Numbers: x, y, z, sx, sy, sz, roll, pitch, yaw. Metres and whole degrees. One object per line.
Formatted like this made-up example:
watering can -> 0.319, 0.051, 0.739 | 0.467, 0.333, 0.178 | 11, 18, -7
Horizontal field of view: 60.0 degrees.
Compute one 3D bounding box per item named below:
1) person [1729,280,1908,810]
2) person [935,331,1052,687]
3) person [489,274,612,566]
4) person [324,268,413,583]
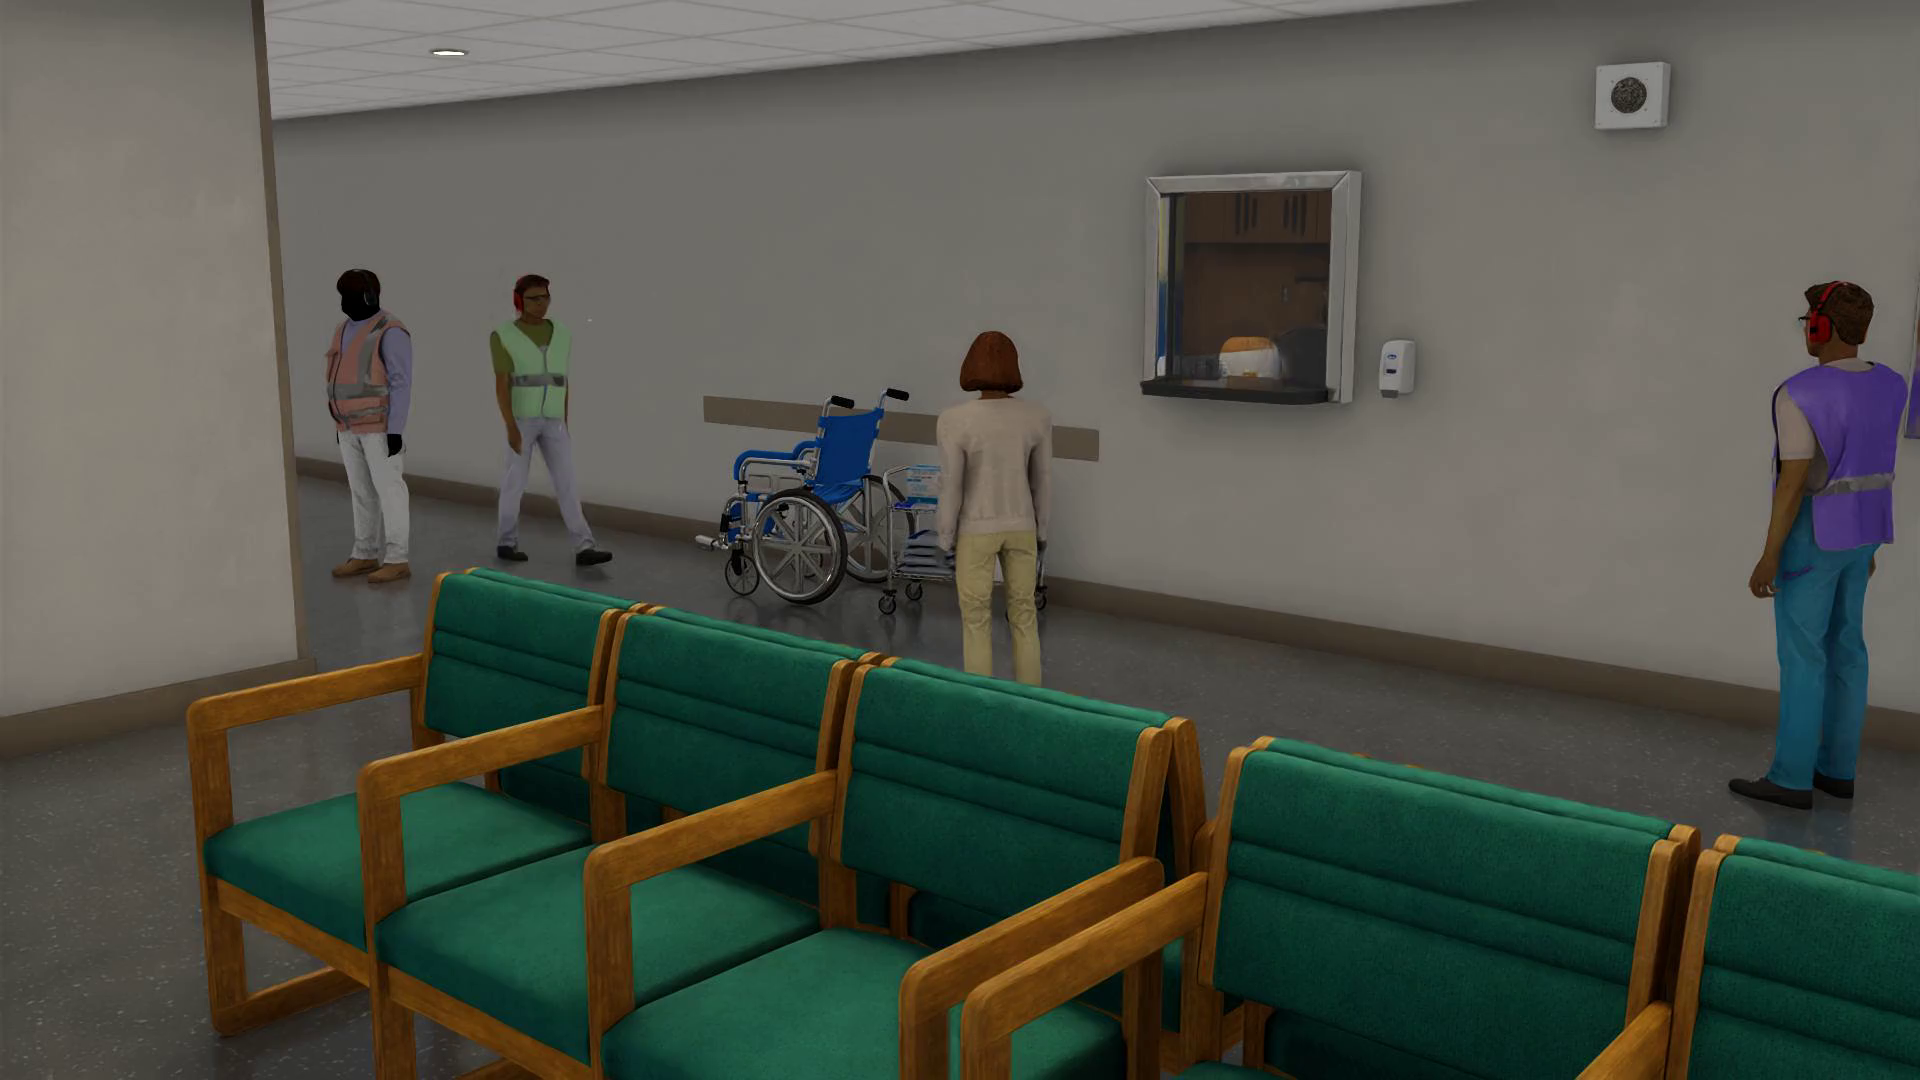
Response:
person -> 3.027, 0.027, 5.817 | 0.565, 1.846, 0.388 | -5, 11, -26
person -> 0.133, -0.014, 6.658 | 0.497, 1.633, 0.284 | -4, 11, -23
person -> -2.589, -0.727, 10.249 | 0.935, 1.794, 0.571 | 10, 14, 44
person -> -3.489, -0.669, 9.800 | 0.622, 1.842, 0.429 | 7, 12, 35
